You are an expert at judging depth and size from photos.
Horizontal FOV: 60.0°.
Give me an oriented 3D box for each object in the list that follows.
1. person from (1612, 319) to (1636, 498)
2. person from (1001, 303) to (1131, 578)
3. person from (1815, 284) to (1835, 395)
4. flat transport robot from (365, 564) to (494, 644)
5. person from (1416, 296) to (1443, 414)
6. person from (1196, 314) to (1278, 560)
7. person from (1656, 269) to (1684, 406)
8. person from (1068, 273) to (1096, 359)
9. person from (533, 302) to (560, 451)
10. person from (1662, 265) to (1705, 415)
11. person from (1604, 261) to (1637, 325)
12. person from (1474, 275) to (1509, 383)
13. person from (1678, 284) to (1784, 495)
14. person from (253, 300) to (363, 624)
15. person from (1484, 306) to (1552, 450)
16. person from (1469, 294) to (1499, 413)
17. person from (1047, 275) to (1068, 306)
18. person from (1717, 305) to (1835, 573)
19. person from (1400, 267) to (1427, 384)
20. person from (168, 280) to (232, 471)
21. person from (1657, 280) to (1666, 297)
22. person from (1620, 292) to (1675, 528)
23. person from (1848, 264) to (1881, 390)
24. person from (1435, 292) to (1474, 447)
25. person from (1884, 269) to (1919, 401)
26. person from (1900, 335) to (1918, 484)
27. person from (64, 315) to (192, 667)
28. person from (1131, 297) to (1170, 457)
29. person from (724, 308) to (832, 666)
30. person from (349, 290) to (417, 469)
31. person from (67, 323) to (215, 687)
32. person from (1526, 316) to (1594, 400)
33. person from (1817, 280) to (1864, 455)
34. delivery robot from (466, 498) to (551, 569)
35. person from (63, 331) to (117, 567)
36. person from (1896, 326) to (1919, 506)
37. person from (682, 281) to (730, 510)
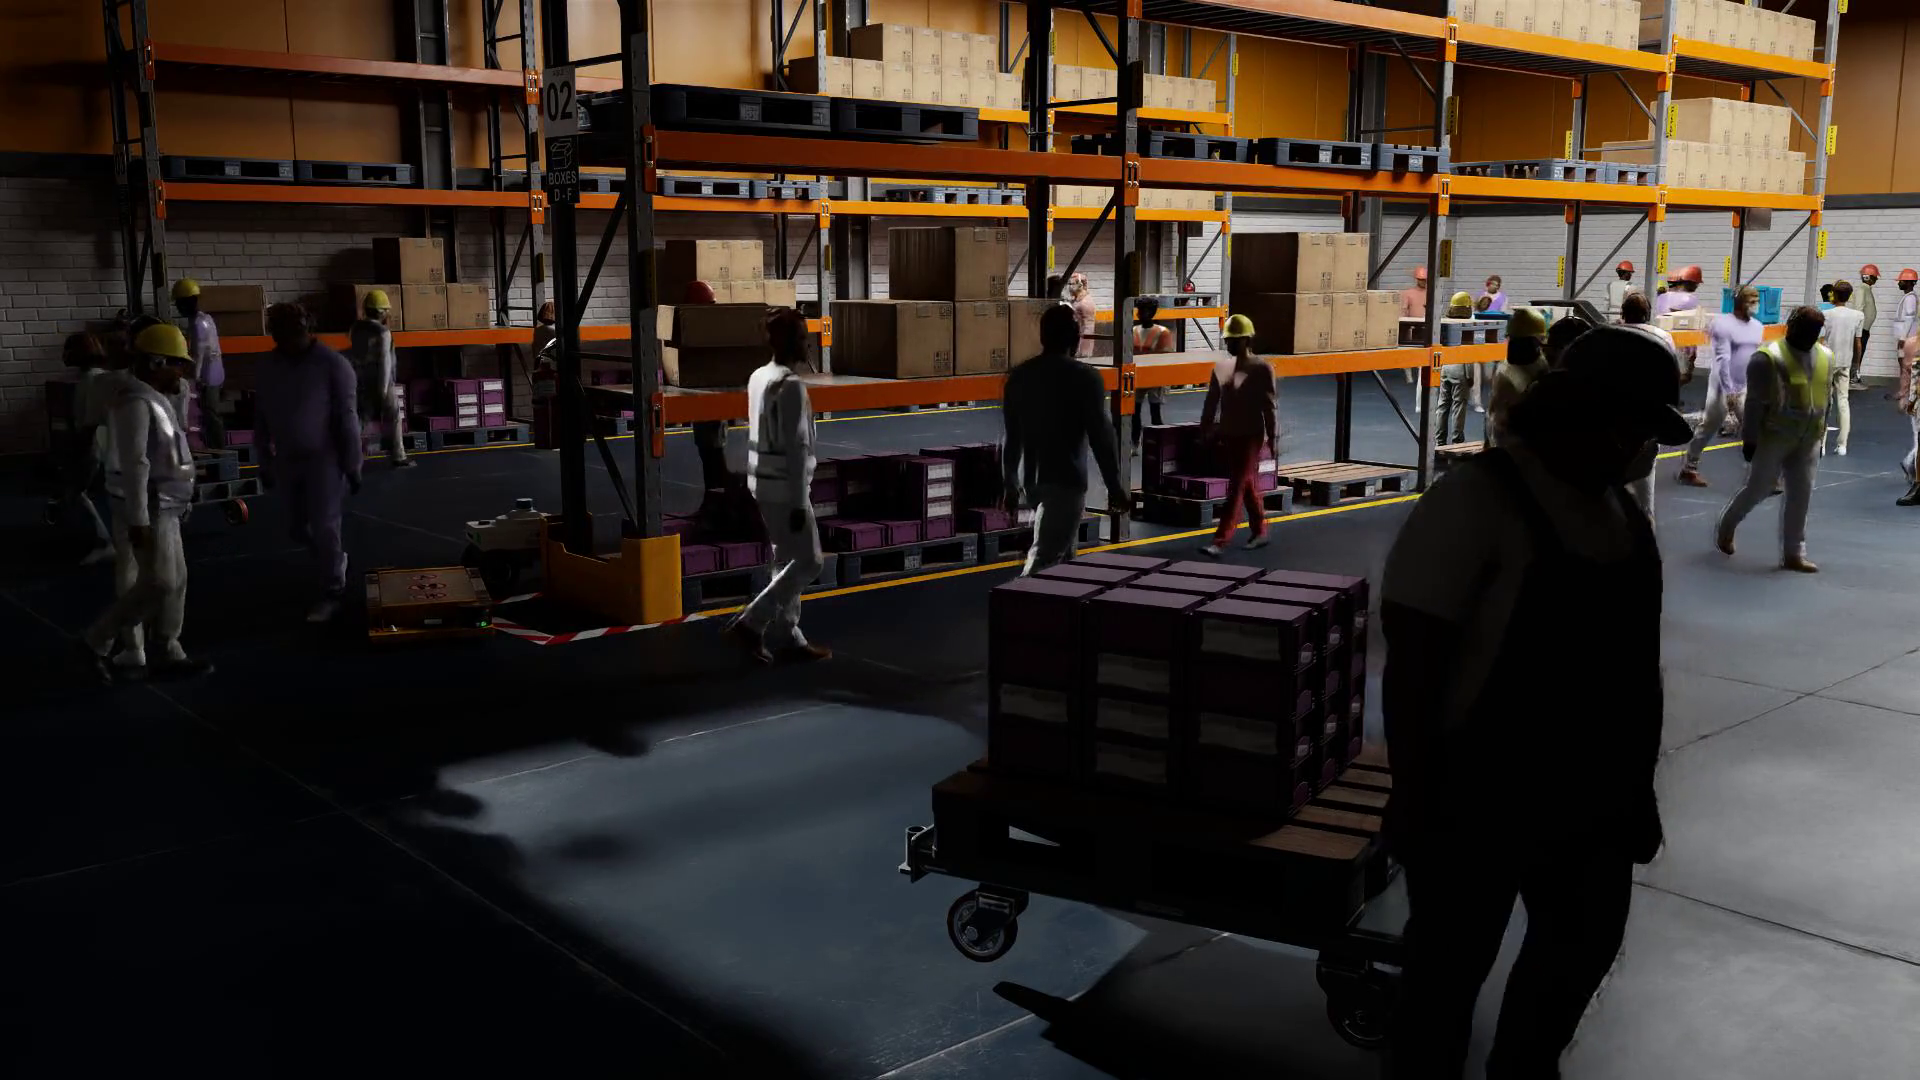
[{"bbox_3d":[5.385,-0.982,13.472,0.314,1.637,0.514,-1,10,-4],"label":"person"},{"bbox_3d":[0.512,-0.280,8.665,1.040,1.887,0.650,-8,12,-39],"label":"person"},{"bbox_3d":[13.269,-3.073,25.534,0.531,1.697,0.322,2,10,12],"label":"person"},{"bbox_3d":[-3.105,0.349,9.668,0.652,0.197,1.431,-3,10,-20],"label":"flat transport robot"},{"bbox_3d":[6.360,-2.520,22.484,0.283,1.631,0.503,0,10,0],"label":"person"},{"bbox_3d":[1.948,-0.732,11.765,0.926,1.710,0.548,-9,13,-43],"label":"person"},{"bbox_3d":[10.116,-2.871,23.654,0.373,1.934,0.551,-3,10,-17],"label":"person"},{"bbox_3d":[1.522,-2.468,21.386,0.403,1.904,0.651,-1,10,-7],"label":"person"},{"bbox_3d":[-4.487,-1.789,18.232,0.498,1.629,0.276,9,13,43],"label":"person"},{"bbox_3d":[9.106,-2.483,21.179,0.691,2.014,0.623,-2,10,-11],"label":"person"},{"bbox_3d":[11.451,-3.802,28.797,0.382,2.040,0.615,-6,12,-33],"label":"person"},{"bbox_3d":[8.828,-3.498,27.705,0.579,1.800,0.698,5,11,26],"label":"person"},{"bbox_3d":[6.967,-1.360,15.011,0.617,1.886,1.067,-3,10,-18],"label":"person"},{"bbox_3d":[-3.828,-0.485,9.872,0.686,1.878,0.652,2,10,13],"label":"person"},{"bbox_3d":[3.430,-0.502,10.155,0.458,1.842,0.606,-4,10,-20],"label":"person"},{"bbox_3d":[7.091,-2.554,22.708,0.520,1.617,0.527,-2,10,-10],"label":"person"},{"bbox_3d":[1.166,-2.181,19.725,0.540,1.903,0.592,1,10,8],"label":"person"},{"bbox_3d":[5.621,-0.714,11.434,0.644,1.812,0.792,-2,10,-10],"label":"person"},{"bbox_3d":[7.508,-3.500,27.281,0.631,1.962,0.941,1,10,5],"label":"person"},{"bbox_3d":[-7.226,-1.517,15.856,0.502,1.899,0.595,-4,10,-22],"label":"person"},{"bbox_3d":[10.654,-3.106,25.539,0.546,1.751,0.441,-1,10,-7],"label":"person"},{"bbox_3d":[5.228,-1.000,12.976,0.621,1.845,0.429,4,11,24],"label":"person"},{"bbox_3d":[14.414,-3.394,26.541,0.376,1.996,0.608,7,12,35],"label":"person"},{"bbox_3d":[5.336,-1.781,17.838,0.297,1.744,0.487,-5,11,-27],"label":"person"},{"bbox_3d":[13.905,-3.019,24.514,0.354,1.939,0.544,5,11,27],"label":"person"},{"bbox_3d":[8.724,-1.297,14.994,0.540,1.749,0.707,-1,10,-6],"label":"person"},{"bbox_3d":[-4.392,-0.271,8.815,0.648,1.810,0.942,-4,11,-24],"label":"person"},{"bbox_3d":[1.960,-1.703,17.519,0.547,1.691,0.342,7,12,36],"label":"person"},{"bbox_3d":[-0.934,-0.247,8.506,0.518,1.870,0.577,-5,11,-28],"label":"person"},{"bbox_3d":[-5.832,-1.561,16.405,0.601,1.801,0.839,6,11,31],"label":"person"},{"bbox_3d":[-4.035,-0.162,8.192,0.590,1.796,0.614,-3,10,-19],"label":"person"},{"bbox_3d":[2.910,-0.152,8.008,0.324,1.842,0.514,-7,12,-37],"label":"person"},{"bbox_3d":[9.344,-1.835,17.781,0.532,1.870,0.315,1,10,4],"label":"person"},{"bbox_3d":[-2.807,-0.025,10.758,0.707,0.478,0.477,-5,11,-27],"label":"delivery robot"},{"bbox_3d":[-5.953,-0.621,11.432,0.432,1.610,0.509,-2,10,-12],"label":"person"},{"bbox_3d":[8.236,-1.219,13.978,0.365,1.935,0.552,-6,11,-31],"label":"person"},{"bbox_3d":[-1.986,-1.041,12.963,0.374,1.929,0.542,-5,11,-28],"label":"person"}]
